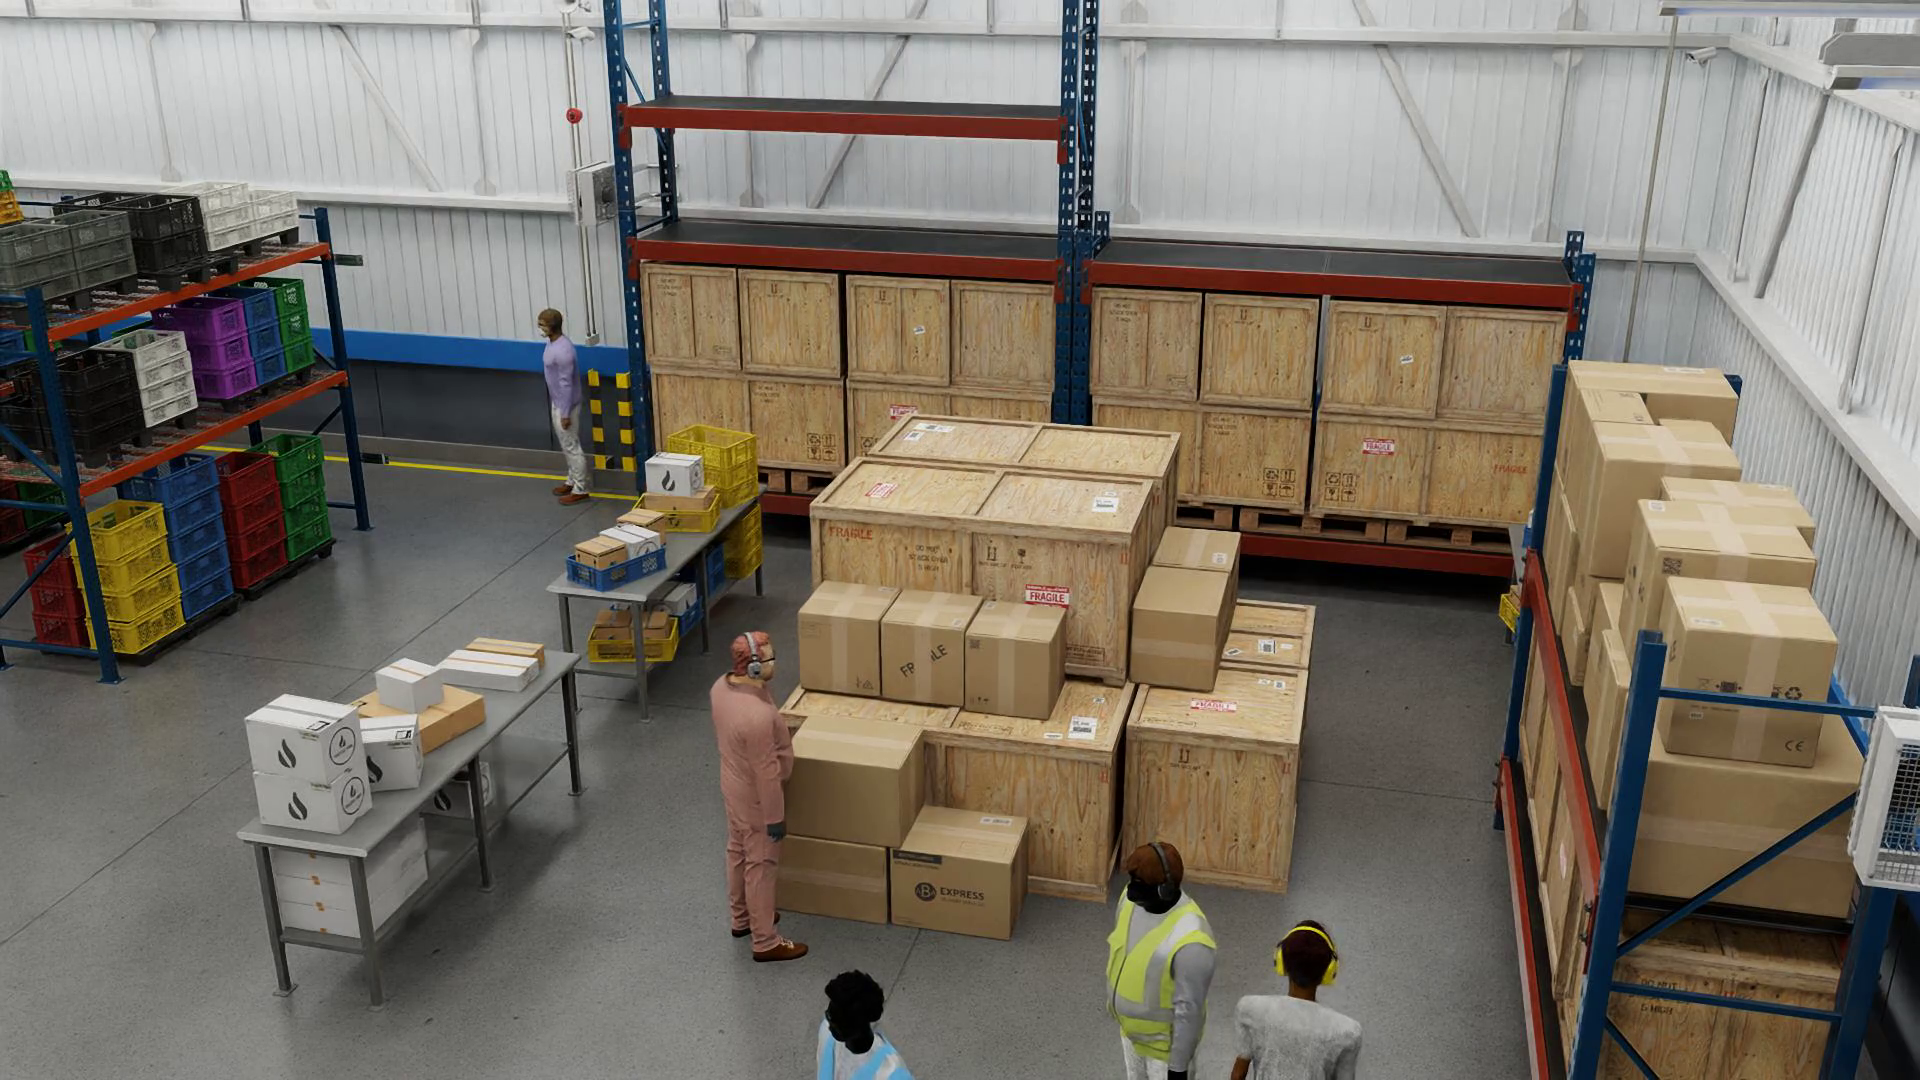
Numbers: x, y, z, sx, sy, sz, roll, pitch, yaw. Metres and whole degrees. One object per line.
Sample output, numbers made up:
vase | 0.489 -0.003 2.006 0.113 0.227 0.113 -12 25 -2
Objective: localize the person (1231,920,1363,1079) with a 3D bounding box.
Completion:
person | 1.318 2.353 6.654 0.515 1.857 0.347 7 22 18

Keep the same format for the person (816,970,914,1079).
person | -0.390 2.445 6.625 0.317 1.695 0.540 -18 27 -39

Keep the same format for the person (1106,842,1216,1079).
person | 0.847 2.129 7.275 0.432 1.836 0.618 -9 23 -22

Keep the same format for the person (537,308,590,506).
person | -3.834 -1.303 16.114 0.374 1.931 0.636 -8 22 -20

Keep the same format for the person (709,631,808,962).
person | -1.100 1.386 9.105 0.404 1.911 0.636 -11 23 -26
